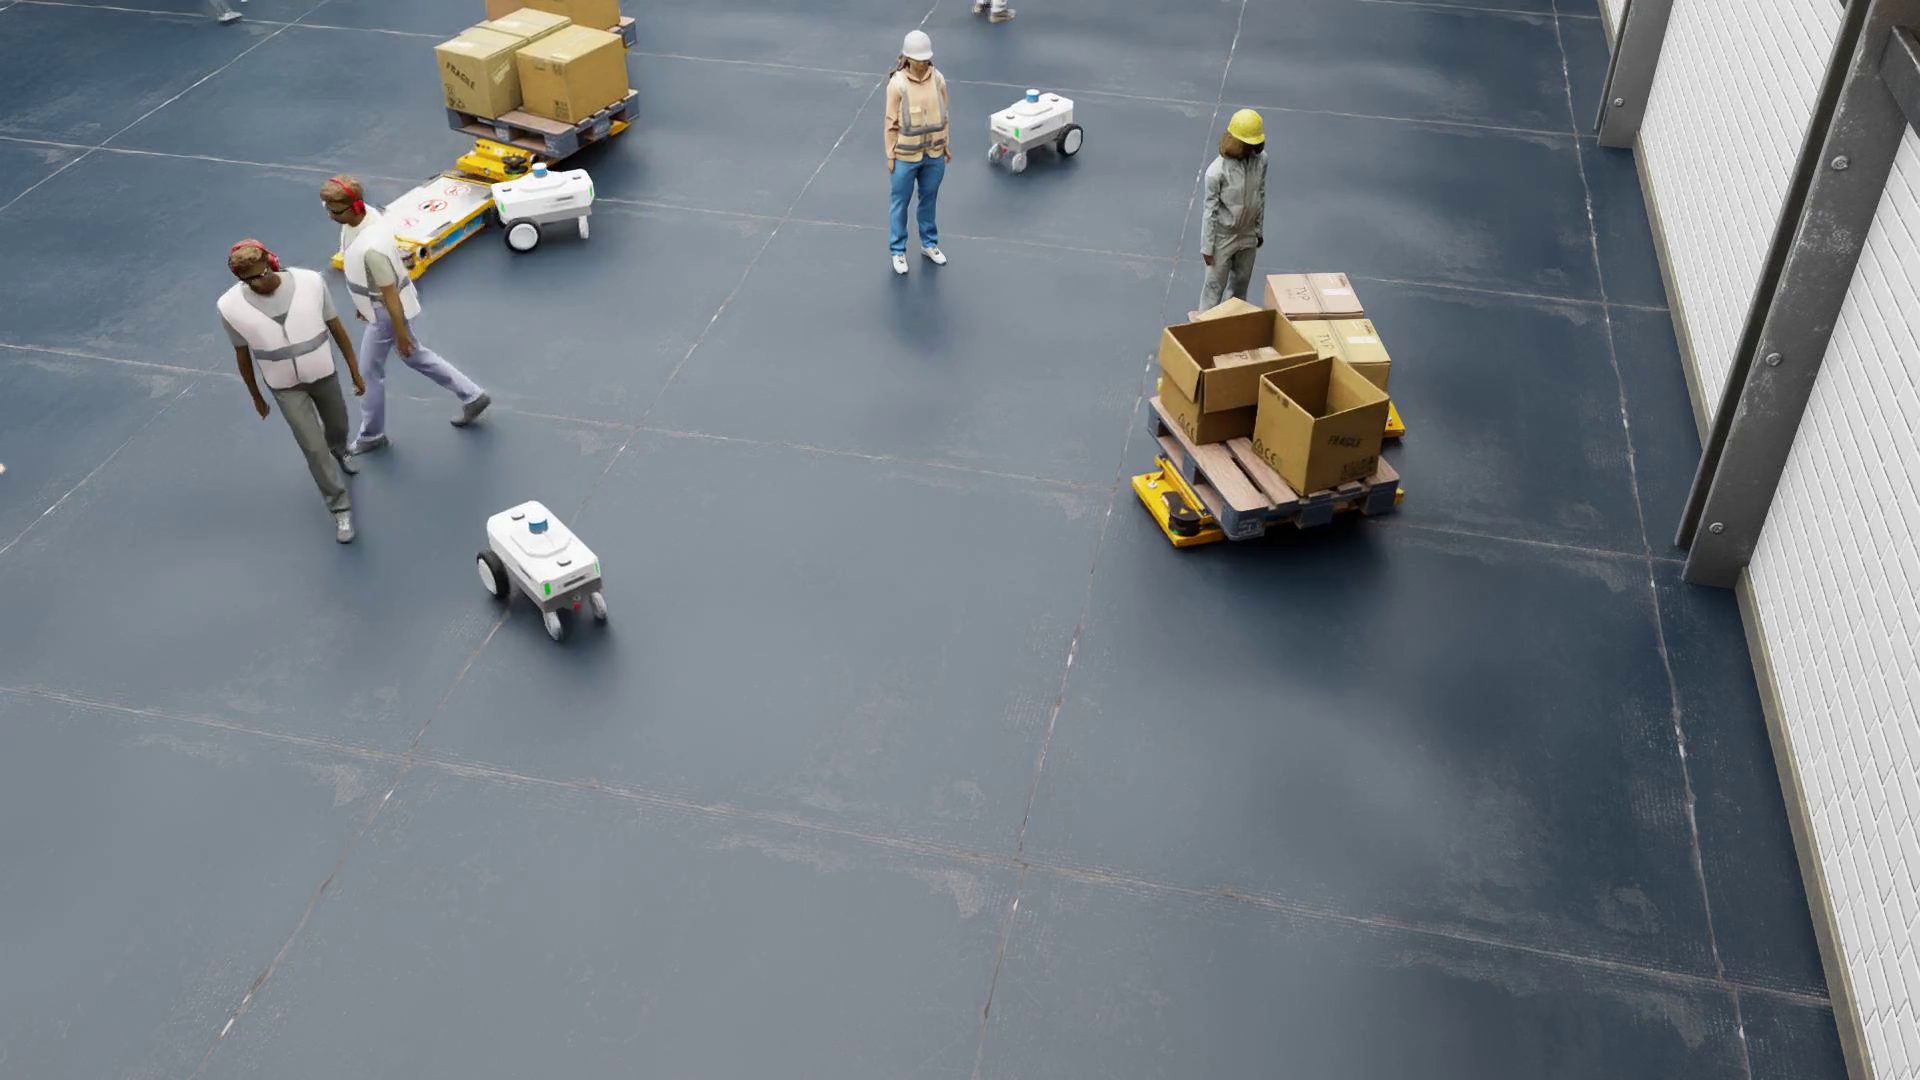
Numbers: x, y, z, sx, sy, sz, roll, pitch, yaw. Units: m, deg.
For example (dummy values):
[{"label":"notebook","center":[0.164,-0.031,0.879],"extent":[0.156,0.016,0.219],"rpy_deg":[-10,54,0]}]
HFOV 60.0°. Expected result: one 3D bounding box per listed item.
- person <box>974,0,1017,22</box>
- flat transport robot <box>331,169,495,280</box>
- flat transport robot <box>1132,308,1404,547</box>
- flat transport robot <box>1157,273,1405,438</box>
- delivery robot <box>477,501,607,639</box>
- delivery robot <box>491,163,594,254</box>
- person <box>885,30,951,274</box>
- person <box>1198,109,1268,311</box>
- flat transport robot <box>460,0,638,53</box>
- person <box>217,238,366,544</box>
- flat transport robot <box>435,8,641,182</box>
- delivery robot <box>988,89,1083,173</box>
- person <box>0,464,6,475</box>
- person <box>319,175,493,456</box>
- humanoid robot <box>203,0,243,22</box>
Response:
[{"label":"person","center":[0.462,-5.808,15.679],"extent":[0.675,1.837,0.358],"rpy_deg":[25,43,29]},{"label":"flat transport robot","center":[-3.945,-2.349,12.362],"extent":[0.659,0.231,1.431],"rpy_deg":[14,39,18]},{"label":"flat transport robot","center":[1.783,-0.333,9.665],"extent":[1.431,0.231,0.659],"rpy_deg":[-11,38,-14]},{"label":"flat transport robot","center":[1.988,-0.862,10.372],"extent":[1.431,0.231,0.659],"rpy_deg":[-2,37,-3]},{"label":"delivery robot","center":[-2.215,0.115,8.841],"extent":[0.499,0.614,0.812],"rpy_deg":[-26,44,-30]},{"label":"delivery robot","center":[-3.100,-2.486,12.308],"extent":[0.767,0.596,0.500],"rpy_deg":[-15,39,-19]},{"label":"person","center":[-0.298,-2.727,11.649],"extent":[0.488,1.729,0.368],"rpy_deg":[-17,40,-21]},{"label":"person","center":[1.740,-1.912,10.555],"extent":[0.490,1.731,0.317],"rpy_deg":[-23,43,-28]},{"label":"flat transport robot","center":[-3.670,-4.307,14.982],"extent":[0.659,0.231,1.431],"rpy_deg":[16,40,21]},{"label":"person","center":[-3.647,-0.912,9.168],"extent":[0.624,1.804,0.817],"rpy_deg":[-20,41,-24]},{"label":"flat transport robot","center":[-3.395,-3.312,13.650],"extent":[0.659,0.231,1.431],"rpy_deg":[19,41,23]},{"label":"delivery robot","center":[0.592,-3.346,13.452],"extent":[0.784,0.589,0.499],"rpy_deg":[-30,46,-34]},{"label":"person","center":[-6.038,-0.952,9.288],"extent":[0.894,1.700,0.521],"rpy_deg":[5,37,6]},{"label":"person","center":[-3.325,-1.339,9.758],"extent":[0.943,1.797,0.560],"rpy_deg":[-13,39,-17]},{"label":"humanoid robot","center":[-7.125,-5.663,15.639],"extent":[0.549,1.865,0.750],"rpy_deg":[11,38,14]}]
